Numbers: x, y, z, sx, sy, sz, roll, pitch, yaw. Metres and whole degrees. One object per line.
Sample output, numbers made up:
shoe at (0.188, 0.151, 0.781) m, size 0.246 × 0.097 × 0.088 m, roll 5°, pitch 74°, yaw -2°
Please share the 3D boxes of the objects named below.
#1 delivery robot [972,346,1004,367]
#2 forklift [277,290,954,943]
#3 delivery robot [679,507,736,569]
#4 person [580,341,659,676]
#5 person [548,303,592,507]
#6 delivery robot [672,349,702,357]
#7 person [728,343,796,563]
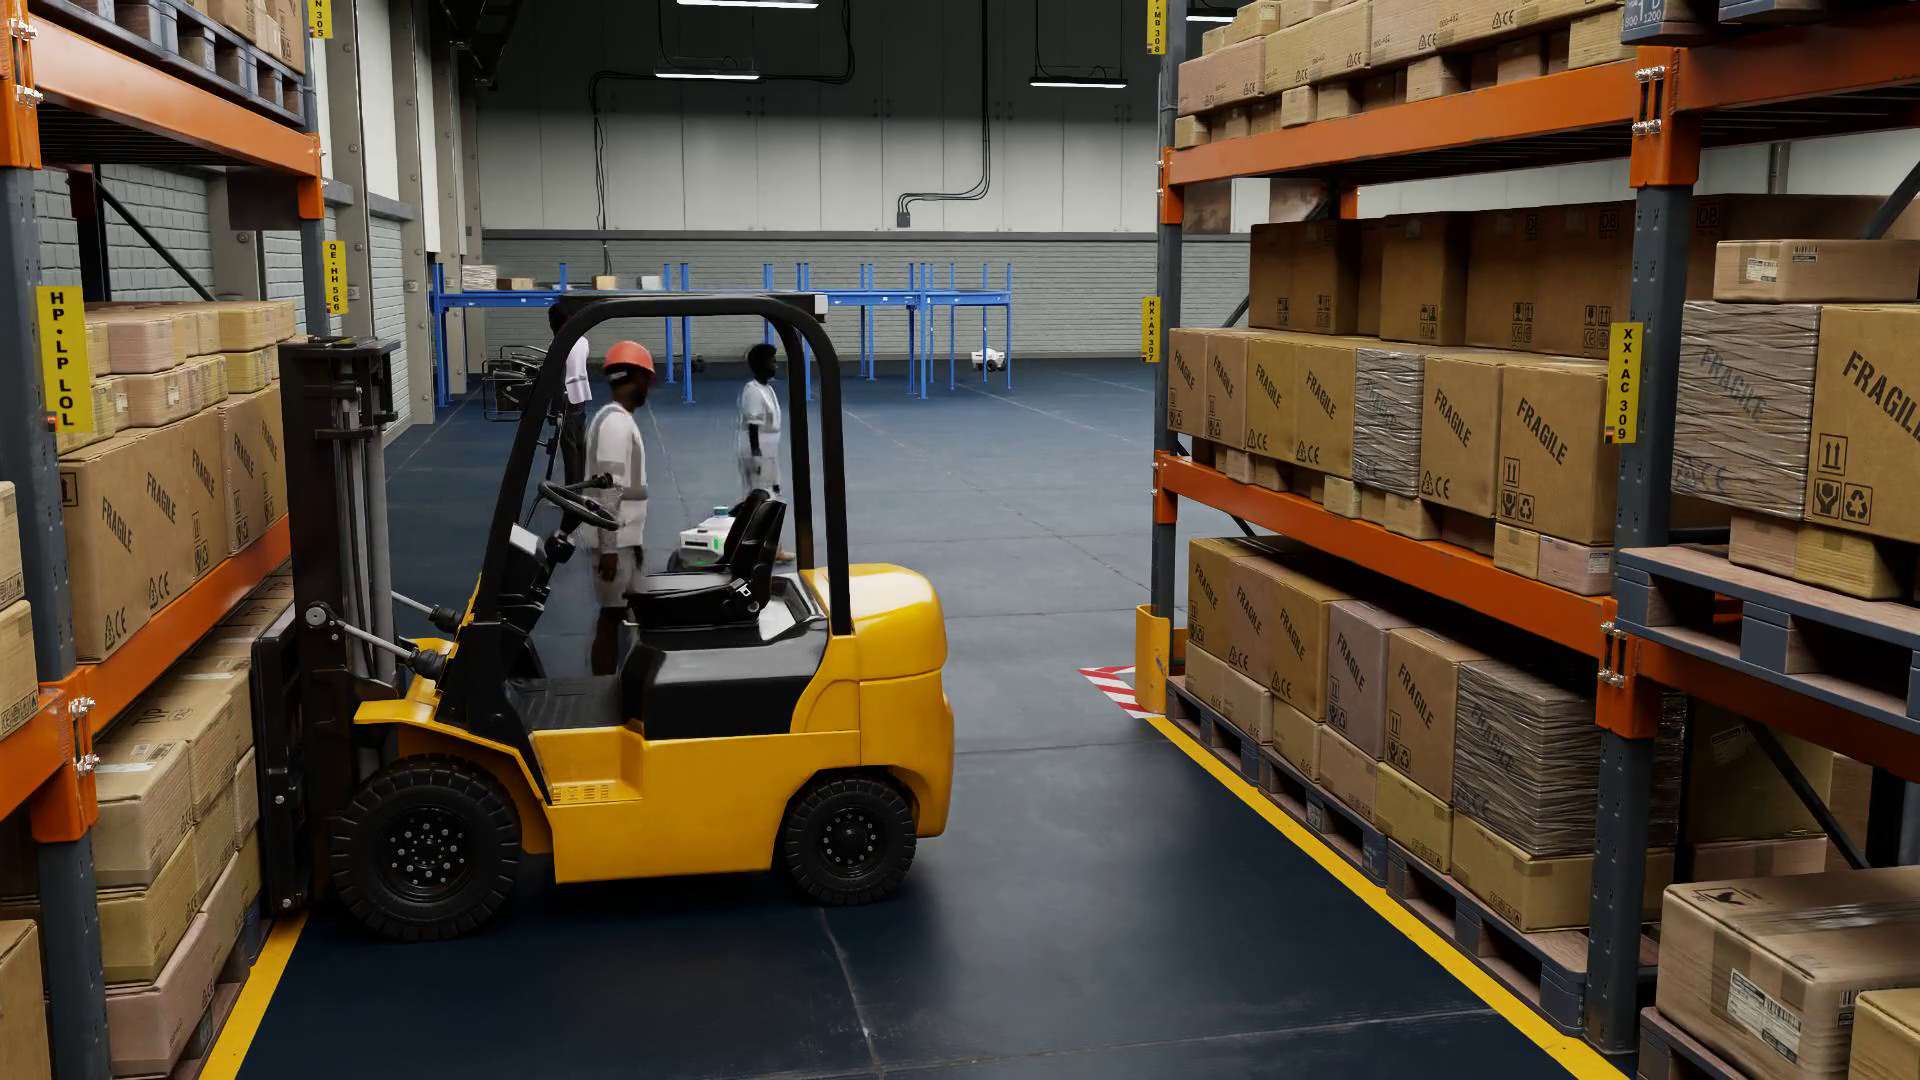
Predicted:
delivery robot at (0.609, -3.989, 36.225) m, size 0.707 × 0.478 × 0.477 m, roll 7°, pitch 12°, yaw 35°
forklift at (-1.179, 0.175, 6.143) m, size 2.313 × 2.155 × 1.214 m, roll -2°, pitch 10°, yaw -12°
delivery robot at (-1.704, 0.004, 11.884) m, size 0.477 × 0.478 × 0.707 m, roll 4°, pitch 10°, yaw 21°
person at (-1.623, 0.009, 7.986) m, size 0.393 × 1.896 × 0.728 m, roll -2°, pitch 9°, yaw -11°
person at (-3.699, -1.282, 15.749) m, size 0.391 × 1.915 × 0.587 m, roll 2°, pitch 10°, yaw 13°
delivery robot at (-5.948, -4.089, 36.042) m, size 0.698 × 0.223 × 0.335 m, roll 2°, pitch 10°, yaw 11°
person at (-1.573, -0.658, 12.624) m, size 0.584 × 1.681 × 0.541 m, roll 2°, pitch 9°, yaw 10°
